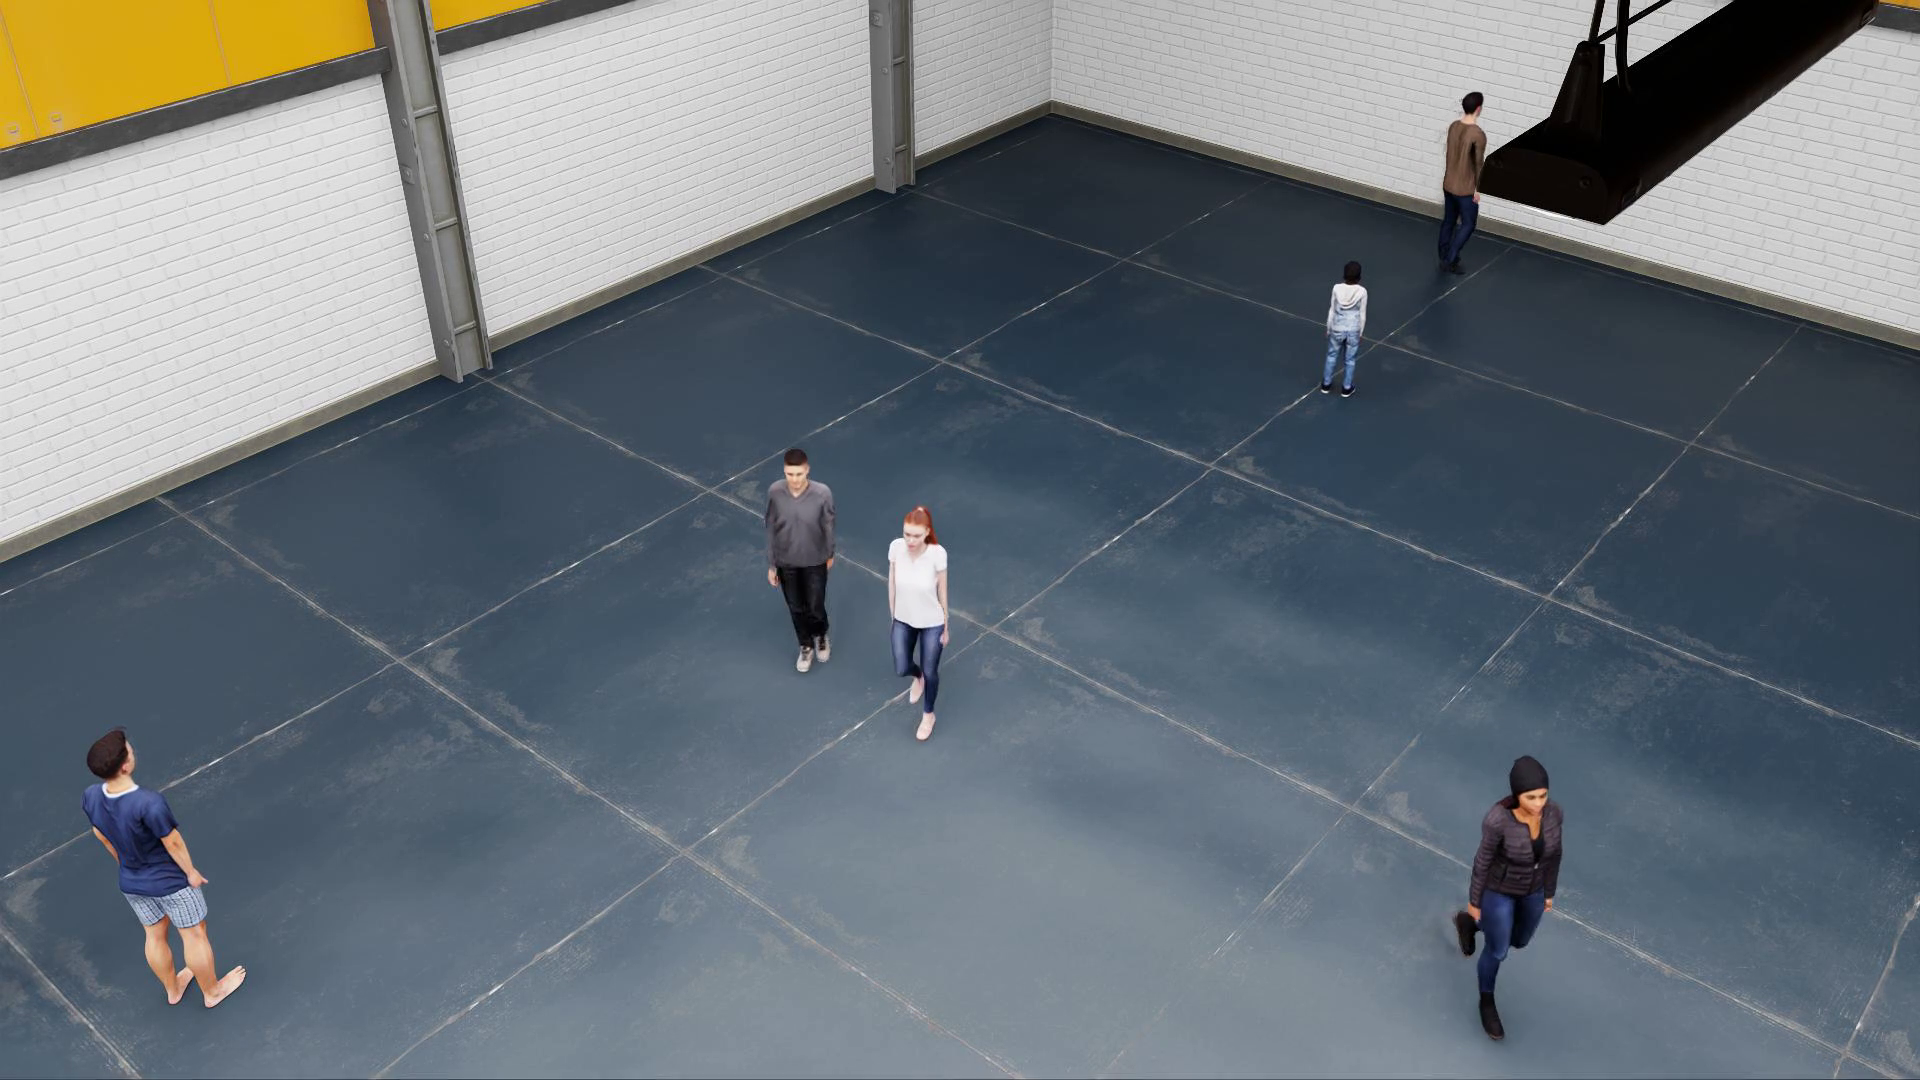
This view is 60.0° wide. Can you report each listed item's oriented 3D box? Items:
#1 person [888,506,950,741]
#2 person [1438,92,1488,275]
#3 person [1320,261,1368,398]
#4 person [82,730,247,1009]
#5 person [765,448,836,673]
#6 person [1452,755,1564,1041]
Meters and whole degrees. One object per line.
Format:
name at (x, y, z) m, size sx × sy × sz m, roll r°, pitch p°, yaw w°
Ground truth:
person at (-0.231, 0.490, 10.860) m, size 0.737 × 1.725 × 0.838 m, roll 8°, pitch 34°, yaw 12°
person at (5.057, -3.598, 16.866) m, size 0.812 × 1.884 × 0.788 m, roll -17°, pitch 37°, yaw -23°
person at (3.441, -1.892, 14.867) m, size 0.537 × 1.255 × 0.553 m, roll 13°, pitch 36°, yaw 19°
person at (-4.272, 1.770, 8.821) m, size 0.705 × 1.850 × 0.718 m, roll 5°, pitch 34°, yaw 8°
person at (-1.075, 0.089, 11.438) m, size 0.748 × 1.752 × 0.791 m, roll 3°, pitch 34°, yaw 5°
person at (2.889, 1.822, 8.853) m, size 0.988 × 1.729 × 1.002 m, roll -7°, pitch 34°, yaw -10°
